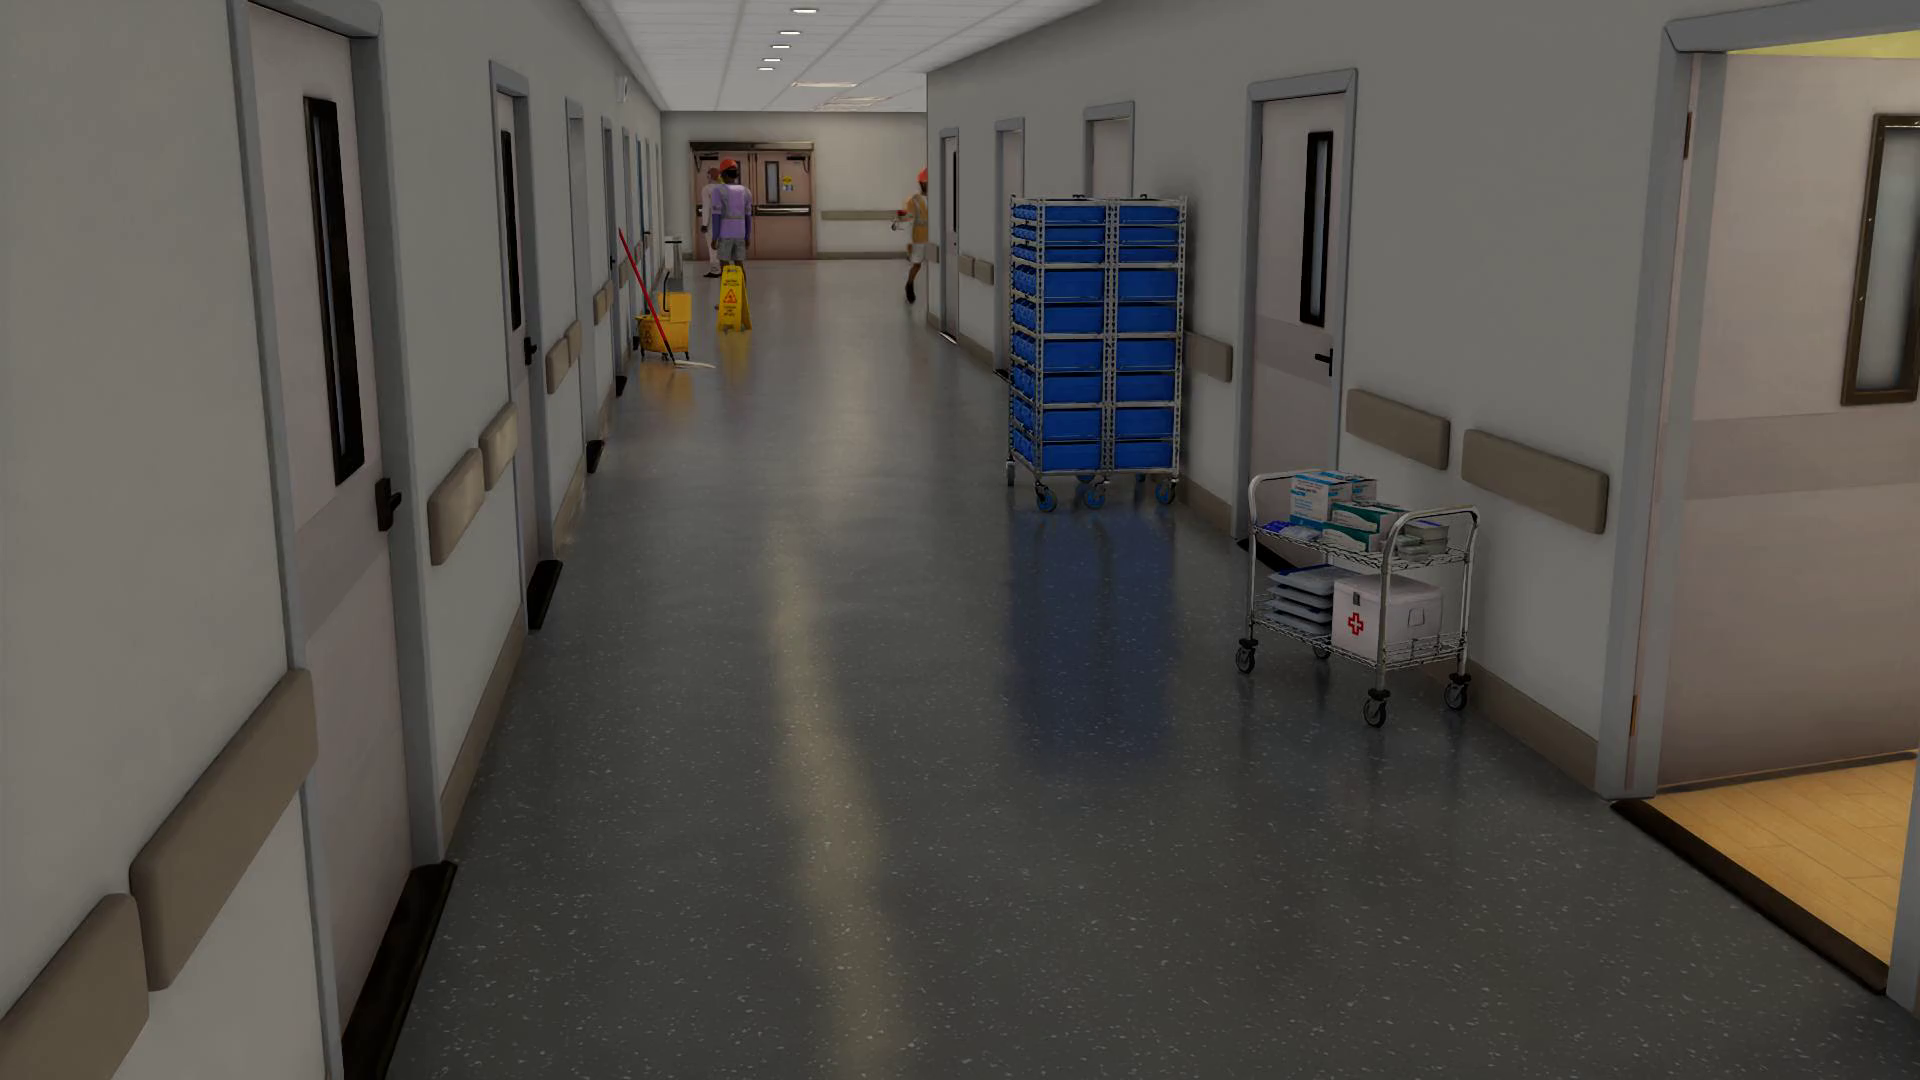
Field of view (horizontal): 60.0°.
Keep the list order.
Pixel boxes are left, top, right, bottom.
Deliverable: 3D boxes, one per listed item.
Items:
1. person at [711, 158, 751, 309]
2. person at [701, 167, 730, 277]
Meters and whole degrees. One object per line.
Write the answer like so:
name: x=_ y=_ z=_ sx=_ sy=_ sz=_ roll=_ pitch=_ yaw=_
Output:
person: x=-3.122 y=-4.152 z=22.623 sx=0.612 sy=2.030 sz=0.404 roll=-11 pitch=17 yaw=-41
person: x=-4.306 y=-5.566 z=29.169 sx=0.402 sy=1.906 sz=0.652 roll=9 pitch=16 yaw=36
